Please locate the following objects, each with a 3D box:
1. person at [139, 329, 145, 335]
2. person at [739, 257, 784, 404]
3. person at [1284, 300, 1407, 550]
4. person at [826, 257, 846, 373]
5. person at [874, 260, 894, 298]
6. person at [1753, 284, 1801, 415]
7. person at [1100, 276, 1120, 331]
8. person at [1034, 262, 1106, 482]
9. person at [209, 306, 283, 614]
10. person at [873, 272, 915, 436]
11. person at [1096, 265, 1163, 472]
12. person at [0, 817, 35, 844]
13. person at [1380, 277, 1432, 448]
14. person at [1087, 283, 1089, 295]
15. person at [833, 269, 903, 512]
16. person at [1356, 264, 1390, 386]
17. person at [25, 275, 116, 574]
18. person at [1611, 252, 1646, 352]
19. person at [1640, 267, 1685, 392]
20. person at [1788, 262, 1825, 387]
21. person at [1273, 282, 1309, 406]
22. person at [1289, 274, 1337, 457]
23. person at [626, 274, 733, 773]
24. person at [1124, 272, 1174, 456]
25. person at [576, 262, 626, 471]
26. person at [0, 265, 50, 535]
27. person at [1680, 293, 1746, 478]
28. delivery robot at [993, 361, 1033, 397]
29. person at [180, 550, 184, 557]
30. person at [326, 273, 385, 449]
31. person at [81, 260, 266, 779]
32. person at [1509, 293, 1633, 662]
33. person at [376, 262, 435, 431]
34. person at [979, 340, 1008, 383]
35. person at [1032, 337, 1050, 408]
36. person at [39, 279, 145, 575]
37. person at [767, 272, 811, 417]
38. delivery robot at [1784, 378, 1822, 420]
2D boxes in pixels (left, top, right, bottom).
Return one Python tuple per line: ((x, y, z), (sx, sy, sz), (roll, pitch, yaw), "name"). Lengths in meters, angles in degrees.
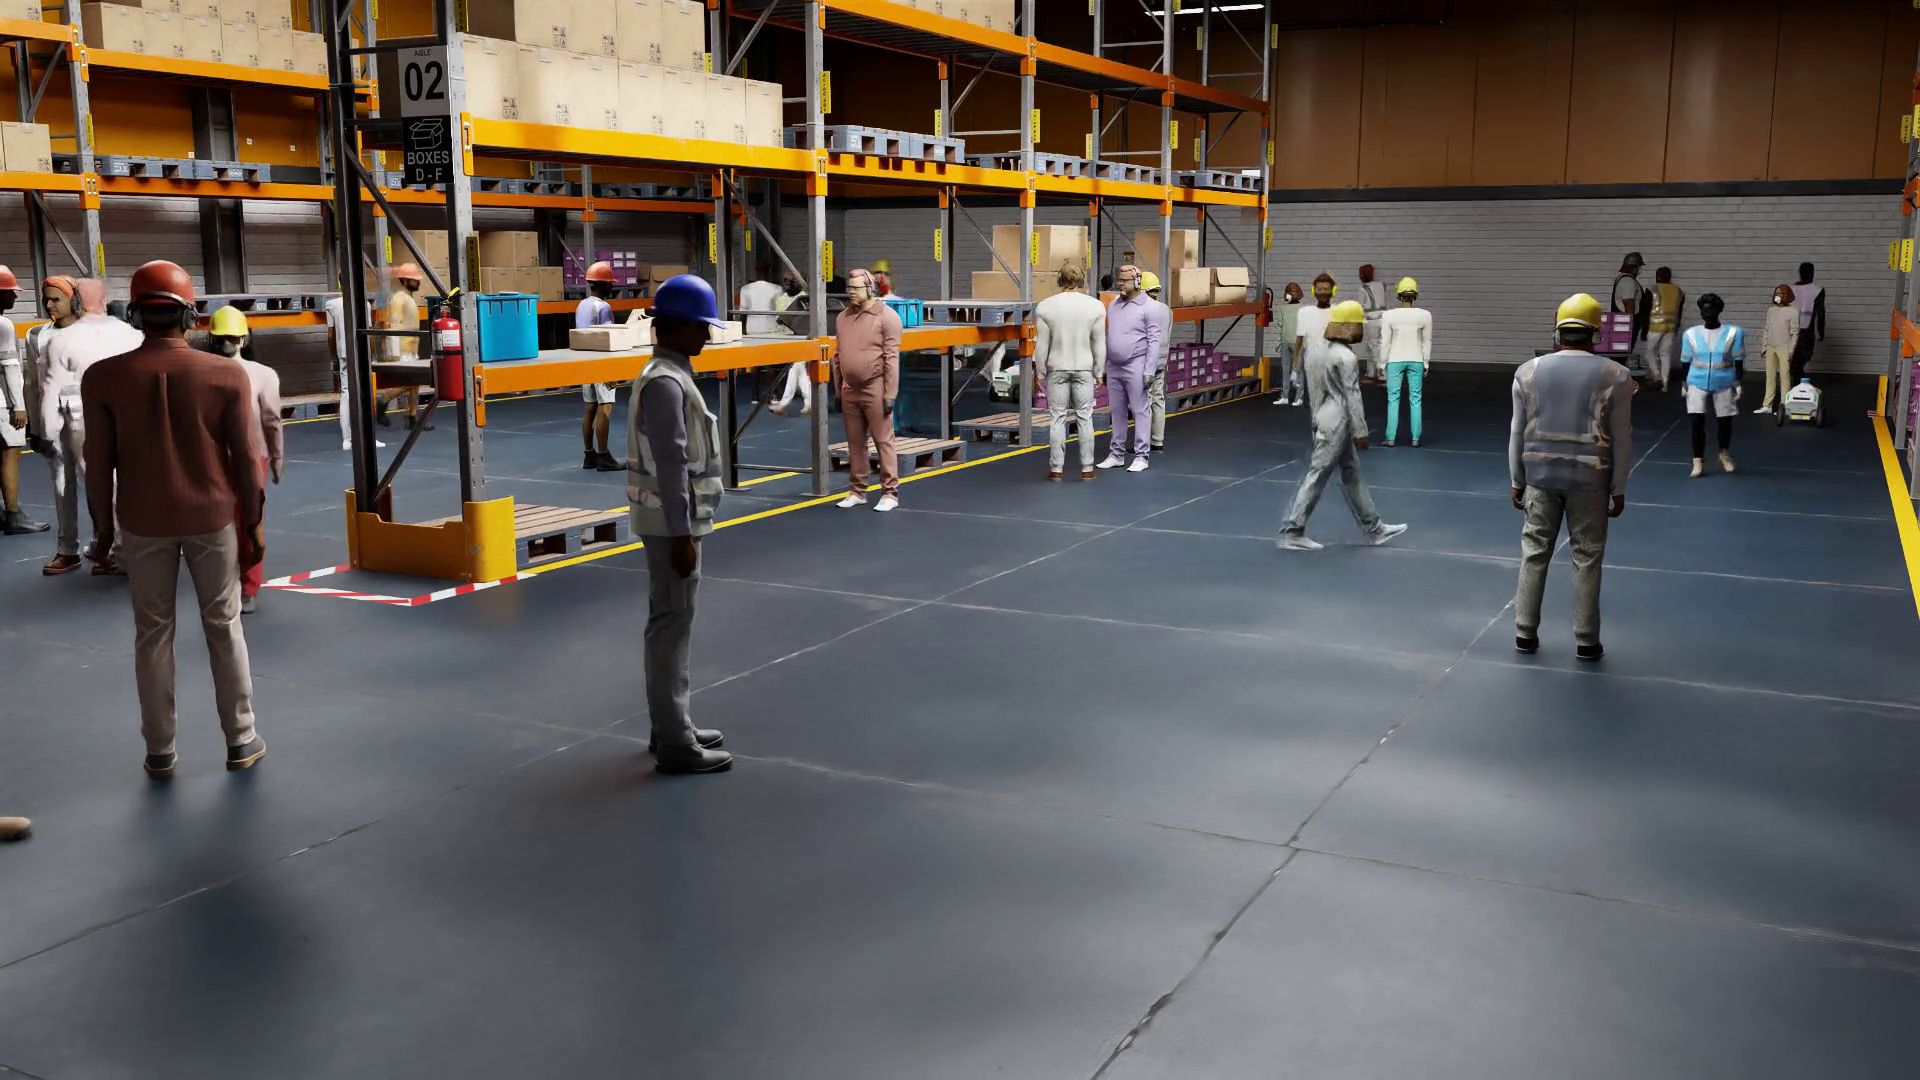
((-7.165, -1.341, 14.856), (0.520, 1.628, 0.473), (1, 10, 3), "person")
((-2.645, -2.807, 22.338), (0.613, 1.963, 0.361), (0, 10, 3), "person")
((2.637, -0.766, 11.290), (0.900, 1.690, 0.510), (0, 10, -1), "person")
((-2.227, -3.751, 27.798), (0.665, 1.962, 0.679), (1, 10, 4), "person")
((-1.238, -3.494, 26.498), (0.597, 1.908, 0.582), (-8, 13, -40), "person")
((10.243, -2.376, 20.810), (0.284, 1.633, 0.497), (-4, 11, -23), "person")
((2.426, -3.504, 27.313), (0.537, 1.647, 0.851), (2, 10, 11), "person")
((0.966, -1.470, 14.683), (0.629, 1.939, 0.372), (0, 10, 1), "person")
((-4.182, -0.493, 9.626), (0.529, 1.730, 0.859), (-1, 10, -7), "person")
((-0.752, -2.047, 18.393), (0.426, 1.810, 0.733), (7, 12, 36), "person")
((1.556, -1.588, 15.456), (0.410, 1.909, 0.643), (-9, 14, -44), "person")
((-3.690, 0.071, 5.570), (0.876, 2.010, 0.655), (-1, 10, -6), "person")
((4.627, -1.830, 17.300), (0.532, 1.778, 0.342), (1, 10, 5), "person")
((1.598, -3.078, 23.907), (0.671, 1.978, 1.077), (-5, 11, -27), "person")
((-0.751, -1.171, 13.086), (0.637, 1.898, 0.396), (7, 12, 35), "person")
((6.250, -3.266, 25.331), (0.611, 1.846, 0.695), (-7, 12, -36), "person")
((-5.566, -0.715, 10.466), (0.581, 1.882, 0.339), (0, 10, 1), "person")
((9.829, -3.198, 24.391), (0.536, 2.000, 0.688), (2, 10, 9), "person")
((10.218, -3.062, 24.242), (0.646, 1.822, 0.434), (-1, 10, -8), "person")
((12.178, -3.075, 24.103), (0.802, 1.900, 0.598), (-6, 12, -32), "person")
((4.409, -2.597, 22.089), (0.265, 1.632, 0.509), (-9, 13, -42), "person")
((3.454, -1.627, 15.929), (0.558, 1.816, 1.023), (3, 10, 19), "person")
((-1.104, -0.064, 6.543), (0.402, 1.938, 0.604), (-2, 10, -11), "person")
((1.865, -1.751, 16.611), (0.404, 1.833, 0.587), (8, 13, 40), "person")
((-3.335, -1.609, 15.491), (0.374, 1.935, 0.552), (-8, 13, -40), "person")
((-6.892, -1.008, 12.009), (0.551, 1.934, 0.373), (7, 12, 35), "person")
((6.806, -1.401, 15.050), (0.551, 1.669, 0.554), (6, 11, 31), "person")
((0.776, -2.184, 22.527), (0.477, 0.478, 0.707), (10, 14, 43), "delivery robot")
((-5.162, -0.621, 10.774), (0.570, 1.582, 0.874), (3, 10, 15), "person")
((-6.247, -1.857, 17.142), (0.519, 1.865, 0.328), (1, 10, 5), "person")
((-3.023, -0.075, 6.448), (0.625, 1.990, 0.394), (-4, 10, -20), "person")
((3.043, -0.310, 8.317), (0.591, 1.823, 0.405), (7, 12, 34), "person")
((-6.325, -2.175, 18.818), (0.612, 1.921, 0.551), (0, 10, -2), "person")
((0.567, -3.153, 25.353), (0.357, 1.624, 0.529), (-1, 10, -7), "person")
((1.129, -2.600, 21.261), (0.384, 1.925, 0.547), (9, 13, 42), "person")
((-5.501, -0.722, 10.576), (0.902, 1.859, 0.655), (6, 11, 31), "person")
((-2.064, -2.429, 20.677), (0.641, 1.796, 0.942), (8, 13, 40), "person")
((9.860, -1.647, 19.434), (0.477, 0.478, 0.707), (6, 11, 30), "delivery robot")
